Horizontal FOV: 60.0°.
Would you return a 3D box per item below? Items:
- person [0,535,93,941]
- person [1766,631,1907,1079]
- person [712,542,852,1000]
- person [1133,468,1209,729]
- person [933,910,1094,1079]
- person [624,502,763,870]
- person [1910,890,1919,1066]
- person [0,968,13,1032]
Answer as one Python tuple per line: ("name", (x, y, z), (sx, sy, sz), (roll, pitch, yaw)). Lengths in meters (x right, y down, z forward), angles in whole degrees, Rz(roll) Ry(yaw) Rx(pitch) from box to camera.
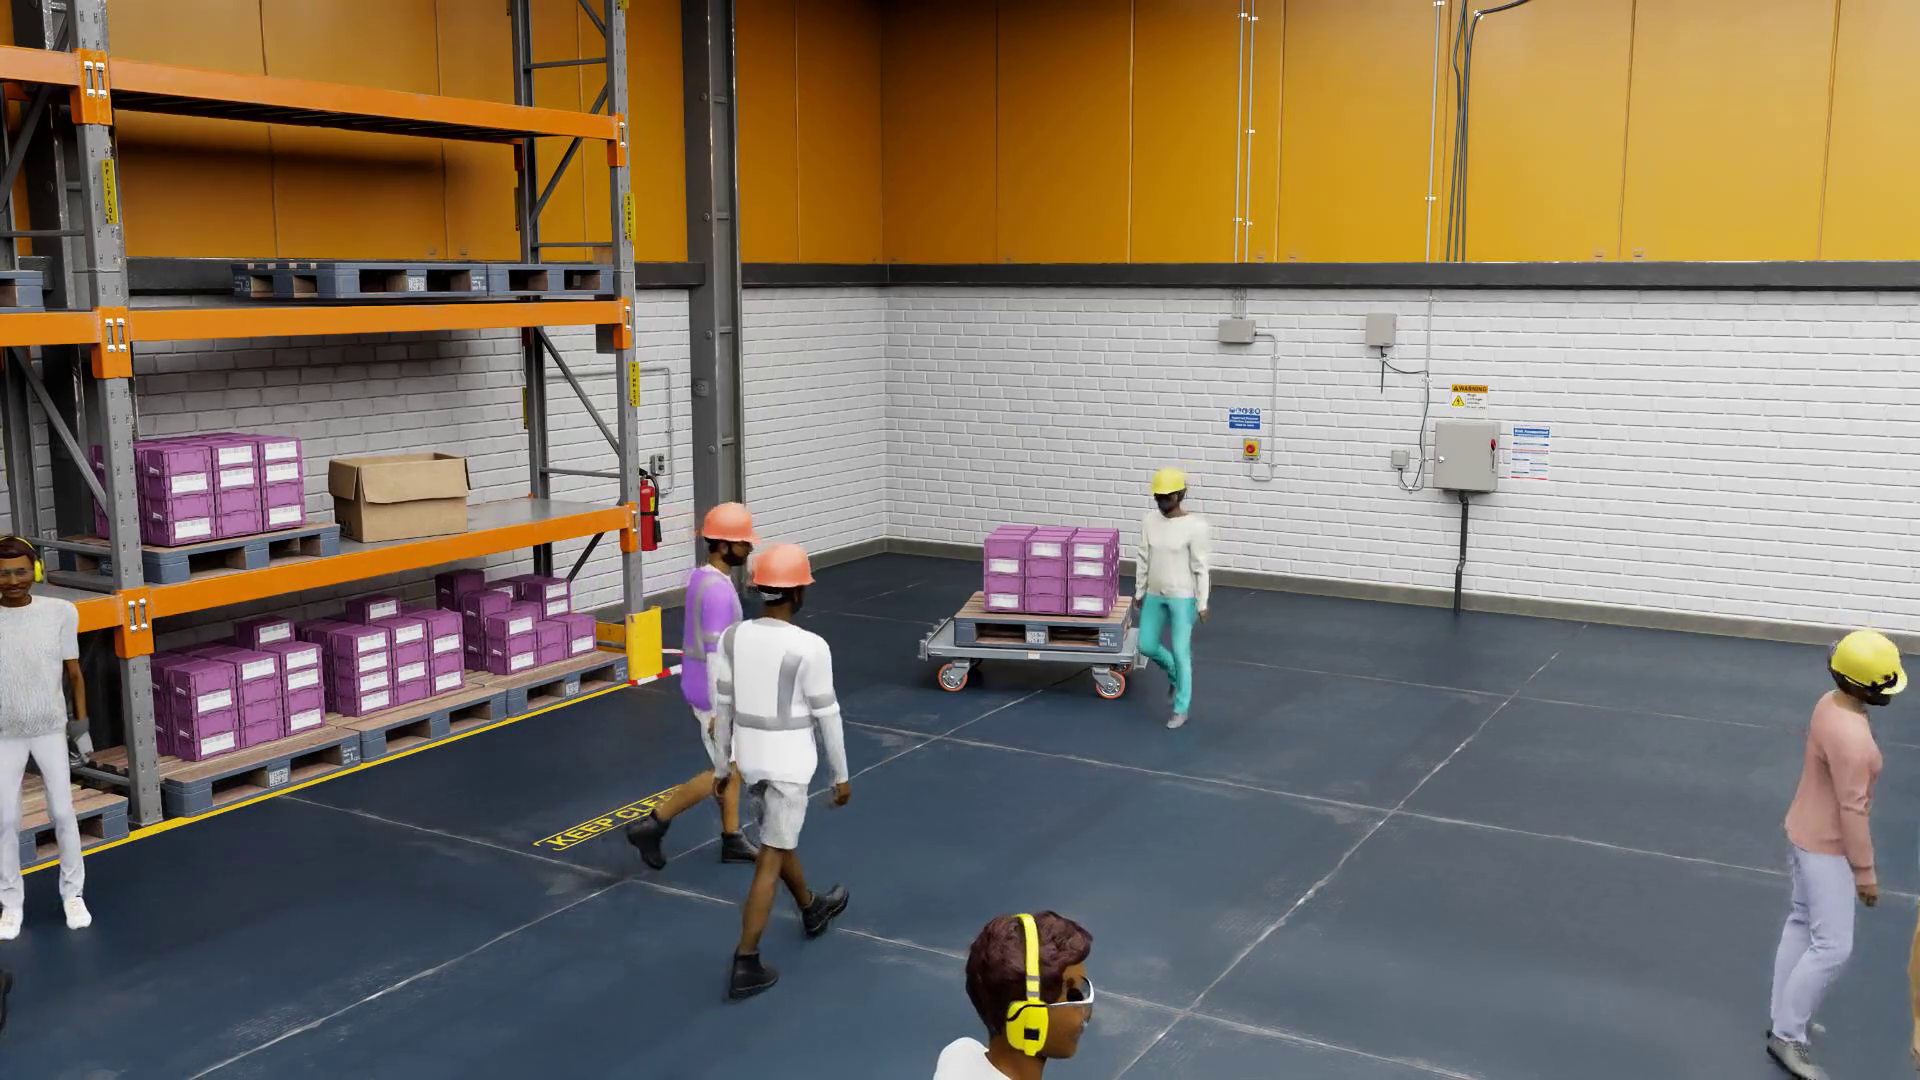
("person", (-4.269, 0.894, 7.620), (0.516, 1.860, 0.319), (-5, 10, -29))
("person", (3.311, 1.170, 6.320), (0.349, 1.732, 0.584), (3, 10, 19))
("person", (-0.749, 0.946, 7.206), (0.569, 1.878, 1.008), (6, 11, 32))
("person", (1.441, 0.376, 11.181), (0.585, 1.749, 0.457), (8, 12, 40))
("person", (0.108, 1.601, 3.171), (0.313, 1.866, 0.539), (-3, 10, -20))
("person", (-1.299, 0.756, 8.341), (0.696, 1.913, 0.553), (-2, 9, -15))
("person", (3.125, 1.362, 4.855), (0.568, 1.801, 0.933), (8, 12, 42))
("person", (-3.968, 1.102, 6.109), (0.550, 1.920, 0.645), (5, 11, 30))
